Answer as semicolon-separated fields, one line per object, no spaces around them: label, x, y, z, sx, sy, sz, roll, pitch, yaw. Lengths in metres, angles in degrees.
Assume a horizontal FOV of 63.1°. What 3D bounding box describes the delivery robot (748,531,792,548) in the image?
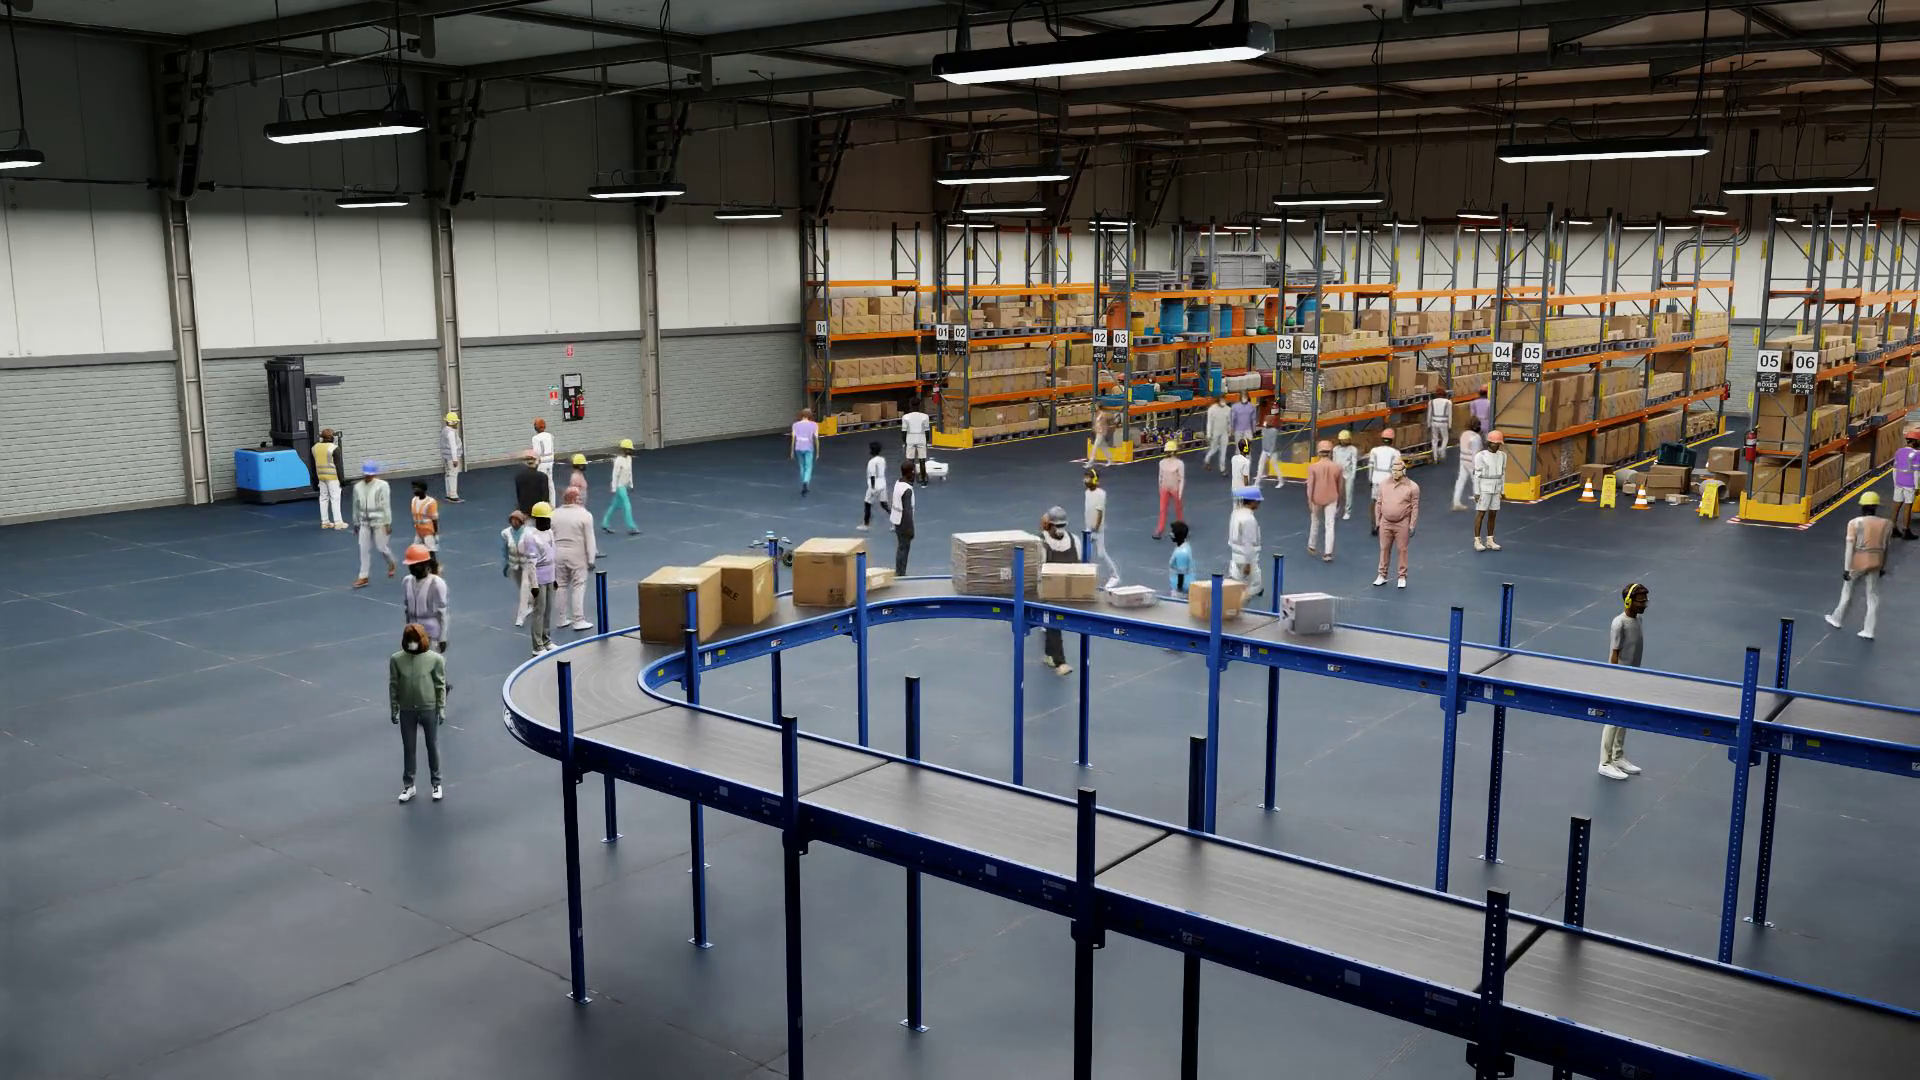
delivery robot;-3.053;-0.022;25.150;0.698;0.223;0.335;-7;12;-34

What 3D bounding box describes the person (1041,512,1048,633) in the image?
person;1.005;0.437;20.476;0.584;1.613;0.536;1;10;8

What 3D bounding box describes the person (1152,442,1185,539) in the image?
person;3.710;-0.878;27.560;0.538;1.712;0.899;7;12;35

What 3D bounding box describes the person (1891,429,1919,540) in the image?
person;16.714;-0.987;27.587;0.376;1.931;0.542;-2;10;-12

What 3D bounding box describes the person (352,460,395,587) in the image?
person;-8.833;-0.269;23.556;0.657;1.921;0.638;3;10;14

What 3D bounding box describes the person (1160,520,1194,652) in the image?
person;2.832;0.577;19.472;0.589;1.680;0.550;3;10;14

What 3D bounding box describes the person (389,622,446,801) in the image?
person;-4.903;1.545;14.167;0.499;1.634;0.288;-1;10;-5

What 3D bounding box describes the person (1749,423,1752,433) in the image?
person;22.678;-3.833;44.011;0.648;1.796;0.972;-4;11;-21

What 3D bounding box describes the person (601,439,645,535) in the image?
person;-6.101;-0.957;28.017;0.876;1.718;0.529;2;10;9

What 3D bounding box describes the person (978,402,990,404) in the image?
person;0.687;-4.389;47.027;0.414;1.822;0.615;-9;14;-42

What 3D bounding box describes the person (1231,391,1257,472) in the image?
person;6.529;-2.479;36.095;0.655;1.885;1.007;0;10;3

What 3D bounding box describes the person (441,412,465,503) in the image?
person;-10.313;-1.684;31.794;0.403;1.828;0.594;-6;12;-31

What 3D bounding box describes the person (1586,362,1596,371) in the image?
person;19.484;-4.662;48.286;0.545;1.929;0.389;-3;10;-15

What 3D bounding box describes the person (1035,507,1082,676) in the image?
person;1.189;0.589;18.527;0.692;2.000;0.994;-5;11;-26

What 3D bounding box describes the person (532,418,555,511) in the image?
person;-8.010;-1.402;30.061;0.354;1.881;0.576;4;11;22

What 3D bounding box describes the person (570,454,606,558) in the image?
person;-6.336;-0.568;25.791;0.873;1.732;0.530;-1;10;-5

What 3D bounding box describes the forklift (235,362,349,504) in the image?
forklift;-13.803;-2.244;32.110;1.129;2.768;1.873;8;13;37

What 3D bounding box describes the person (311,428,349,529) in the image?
person;-11.510;-1.122;28.602;0.634;1.839;0.429;4;11;20

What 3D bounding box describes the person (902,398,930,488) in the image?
person;-0.947;-2.097;33.750;0.600;1.959;0.376;0;10;-2

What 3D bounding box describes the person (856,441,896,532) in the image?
person;-1.453;-0.963;28.211;0.845;1.662;0.538;5;11;26

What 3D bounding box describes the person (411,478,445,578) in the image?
person;-7.913;-0.105;23.340;0.611;1.680;0.446;6;12;31

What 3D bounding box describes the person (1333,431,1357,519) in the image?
person;7.199;-1.202;29.422;0.504;1.698;0.854;6;12;31

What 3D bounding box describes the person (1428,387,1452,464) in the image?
person;11.630;-2.779;37.850;0.605;1.862;0.695;6;12;31

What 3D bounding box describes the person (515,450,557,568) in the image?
person;-6.614;-0.444;24.532;0.682;1.925;0.984;3;11;18

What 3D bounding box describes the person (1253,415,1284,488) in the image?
person;6.641;-1.887;33.597;0.846;1.594;0.499;-7;12;-33

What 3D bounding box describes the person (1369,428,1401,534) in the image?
person;7.604;-1.059;28.108;0.556;1.906;0.957;5;11;25

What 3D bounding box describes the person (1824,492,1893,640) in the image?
person;11.753;0.303;20.422;0.619;1.886;0.938;0;10;1

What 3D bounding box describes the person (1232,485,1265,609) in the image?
person;3.786;0.234;20.712;0.455;1.935;0.610;-1;10;-5

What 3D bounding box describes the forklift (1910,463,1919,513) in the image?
forklift;19.034;-1.348;28.998;2.313;2.155;1.214;8;13;37

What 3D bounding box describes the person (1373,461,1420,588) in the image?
person;6.529;-0.243;23.469;0.639;1.908;0.409;6;12;31

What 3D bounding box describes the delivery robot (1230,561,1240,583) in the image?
delivery robot;4.202;0.464;23.144;0.477;0.478;0.707;1;10;3

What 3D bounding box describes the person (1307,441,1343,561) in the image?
person;5.988;-0.660;25.737;0.607;1.943;1.045;1;10;3

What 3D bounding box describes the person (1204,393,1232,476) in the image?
person;5.882;-2.439;35.844;0.659;1.906;0.742;-4;11;-22

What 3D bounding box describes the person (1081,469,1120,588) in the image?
person;2.019;-0.159;23.233;0.937;1.831;0.505;-7;12;-34

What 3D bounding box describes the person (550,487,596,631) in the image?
person;-5.145;0.241;20.851;0.664;1.884;0.554;3;11;17

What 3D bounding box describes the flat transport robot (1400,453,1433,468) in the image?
flat transport robot;10.792;-1.927;37.665;0.652;0.197;1.431;8;13;39

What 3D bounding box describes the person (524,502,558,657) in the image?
person;-5.145;0.478;19.347;0.367;1.926;0.594;2;10;10

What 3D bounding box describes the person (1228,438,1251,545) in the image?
person;4.829;-0.816;26.835;0.331;1.862;0.502;-4;11;-22

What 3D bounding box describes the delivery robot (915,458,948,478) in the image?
delivery robot;-0.631;-1.576;34.631;0.707;0.478;0.477;-1;10;-8

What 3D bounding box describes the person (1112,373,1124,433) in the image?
person;4.275;-3.446;41.411;0.552;1.933;0.368;8;13;39

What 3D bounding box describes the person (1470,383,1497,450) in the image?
person;12.247;-2.649;36.660;0.634;2.028;0.535;8;13;37

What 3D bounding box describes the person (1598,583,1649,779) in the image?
person;6.303;1.320;14.808;0.515;1.865;0.312;-10;14;-44

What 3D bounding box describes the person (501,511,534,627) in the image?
person;-5.925;0.346;21.159;0.529;1.549;1.015;1;10;7

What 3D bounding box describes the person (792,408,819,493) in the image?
person;-3.266;-1.869;32.906;0.586;1.815;0.740;2;10;11

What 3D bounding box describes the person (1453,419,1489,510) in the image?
person;10.120;-1.475;30.698;0.927;1.794;0.654;-3;10;-15

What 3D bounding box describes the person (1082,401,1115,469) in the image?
person;3.313;-2.497;37.027;0.869;1.600;0.527;-3;11;-19

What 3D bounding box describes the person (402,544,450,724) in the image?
person;-5.638;0.973;16.595;0.543;1.923;0.531;4;11;20

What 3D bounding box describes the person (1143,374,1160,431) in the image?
person;5.555;-3.996;45.355;0.509;1.632;0.265;7;12;34

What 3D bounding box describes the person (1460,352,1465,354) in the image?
person;16.120;-5.036;50.226;0.615;1.987;0.407;1;10;6

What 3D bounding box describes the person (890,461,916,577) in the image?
person;-0.834;-0.234;23.412;0.407;1.913;0.597;-3;10;-15

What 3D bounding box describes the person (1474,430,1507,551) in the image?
person;8.971;-0.841;26.448;0.608;2.044;0.372;-3;11;-18
